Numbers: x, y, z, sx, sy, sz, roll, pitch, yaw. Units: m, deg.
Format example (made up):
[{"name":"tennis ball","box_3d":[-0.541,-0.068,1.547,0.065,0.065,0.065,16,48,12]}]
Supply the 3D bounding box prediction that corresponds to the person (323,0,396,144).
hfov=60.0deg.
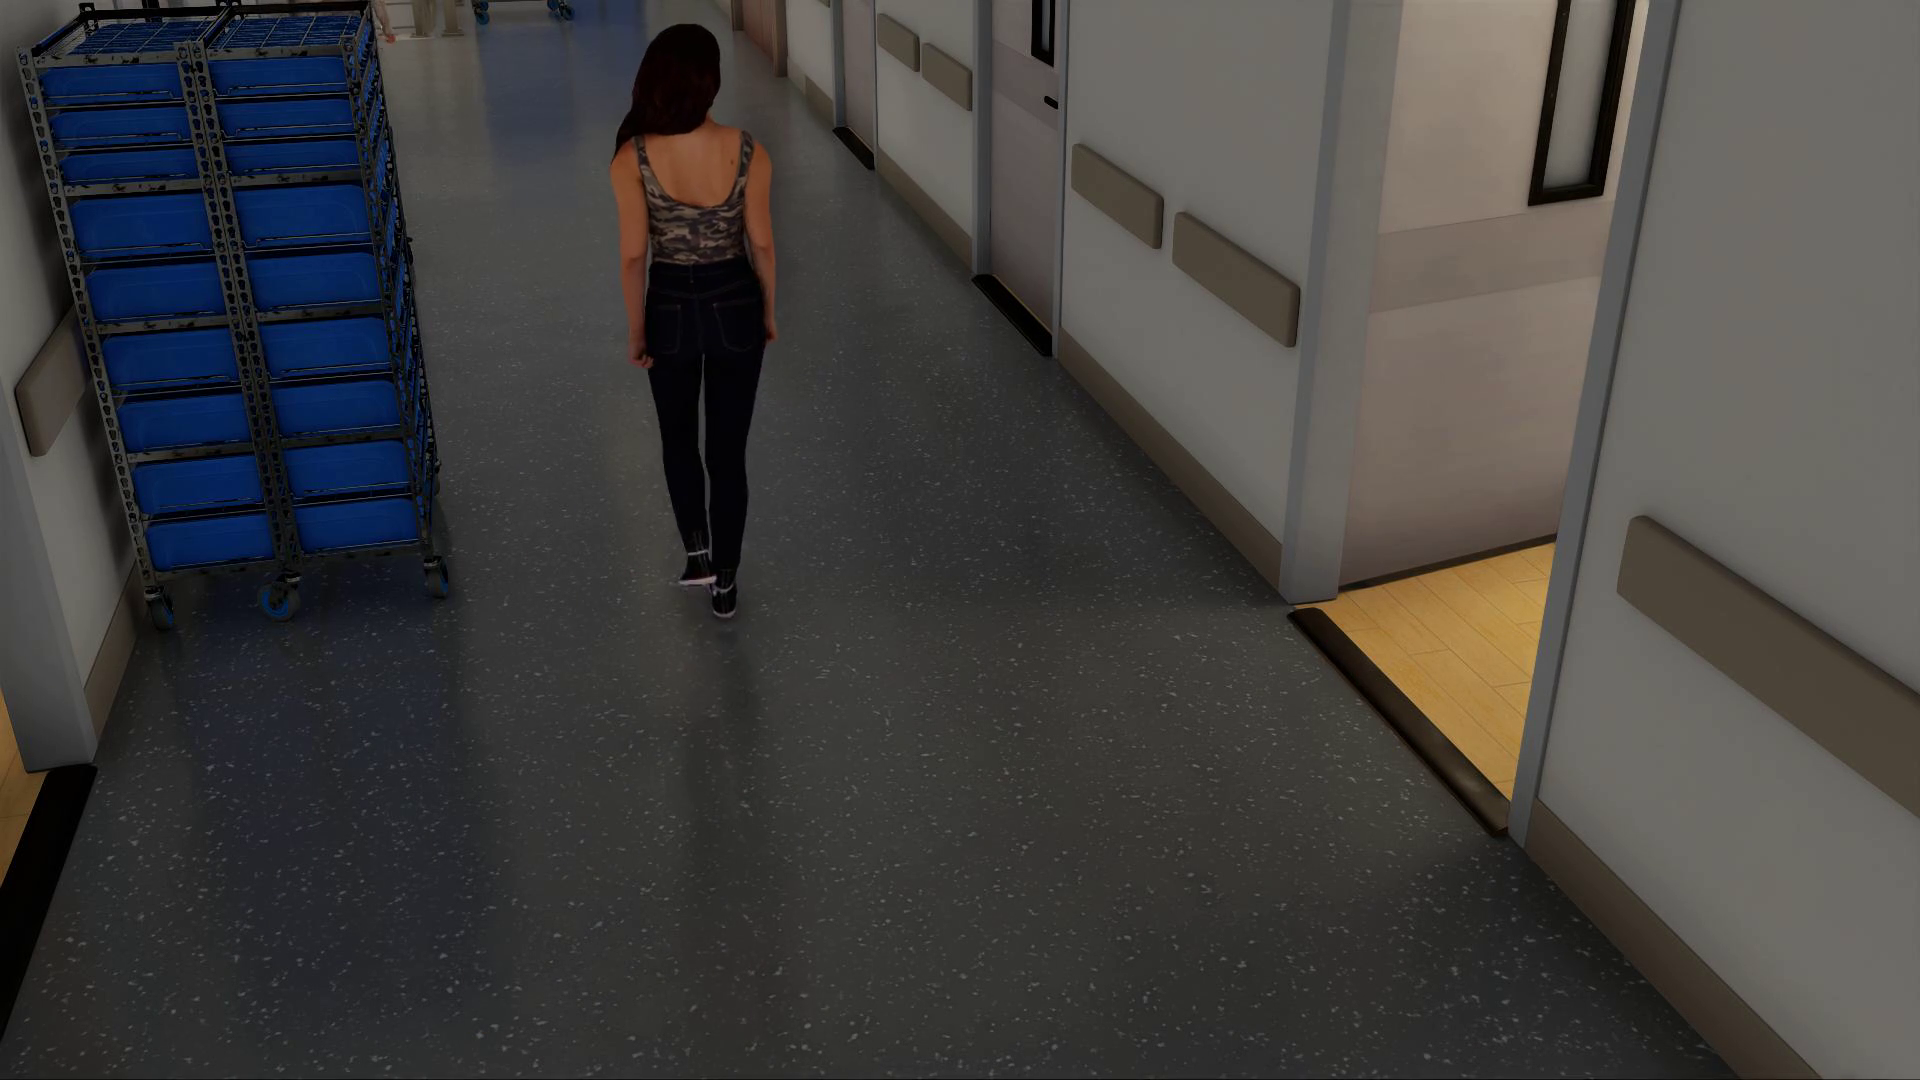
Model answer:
[{"name":"person","box_3d":[-3.971,-3.276,10.791,0.648,1.454,0.691,8,27,16]}]

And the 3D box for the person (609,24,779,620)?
[{"name":"person","box_3d":[-0.734,-0.565,4.821,0.628,1.757,0.648,-4,26,-8]}]
